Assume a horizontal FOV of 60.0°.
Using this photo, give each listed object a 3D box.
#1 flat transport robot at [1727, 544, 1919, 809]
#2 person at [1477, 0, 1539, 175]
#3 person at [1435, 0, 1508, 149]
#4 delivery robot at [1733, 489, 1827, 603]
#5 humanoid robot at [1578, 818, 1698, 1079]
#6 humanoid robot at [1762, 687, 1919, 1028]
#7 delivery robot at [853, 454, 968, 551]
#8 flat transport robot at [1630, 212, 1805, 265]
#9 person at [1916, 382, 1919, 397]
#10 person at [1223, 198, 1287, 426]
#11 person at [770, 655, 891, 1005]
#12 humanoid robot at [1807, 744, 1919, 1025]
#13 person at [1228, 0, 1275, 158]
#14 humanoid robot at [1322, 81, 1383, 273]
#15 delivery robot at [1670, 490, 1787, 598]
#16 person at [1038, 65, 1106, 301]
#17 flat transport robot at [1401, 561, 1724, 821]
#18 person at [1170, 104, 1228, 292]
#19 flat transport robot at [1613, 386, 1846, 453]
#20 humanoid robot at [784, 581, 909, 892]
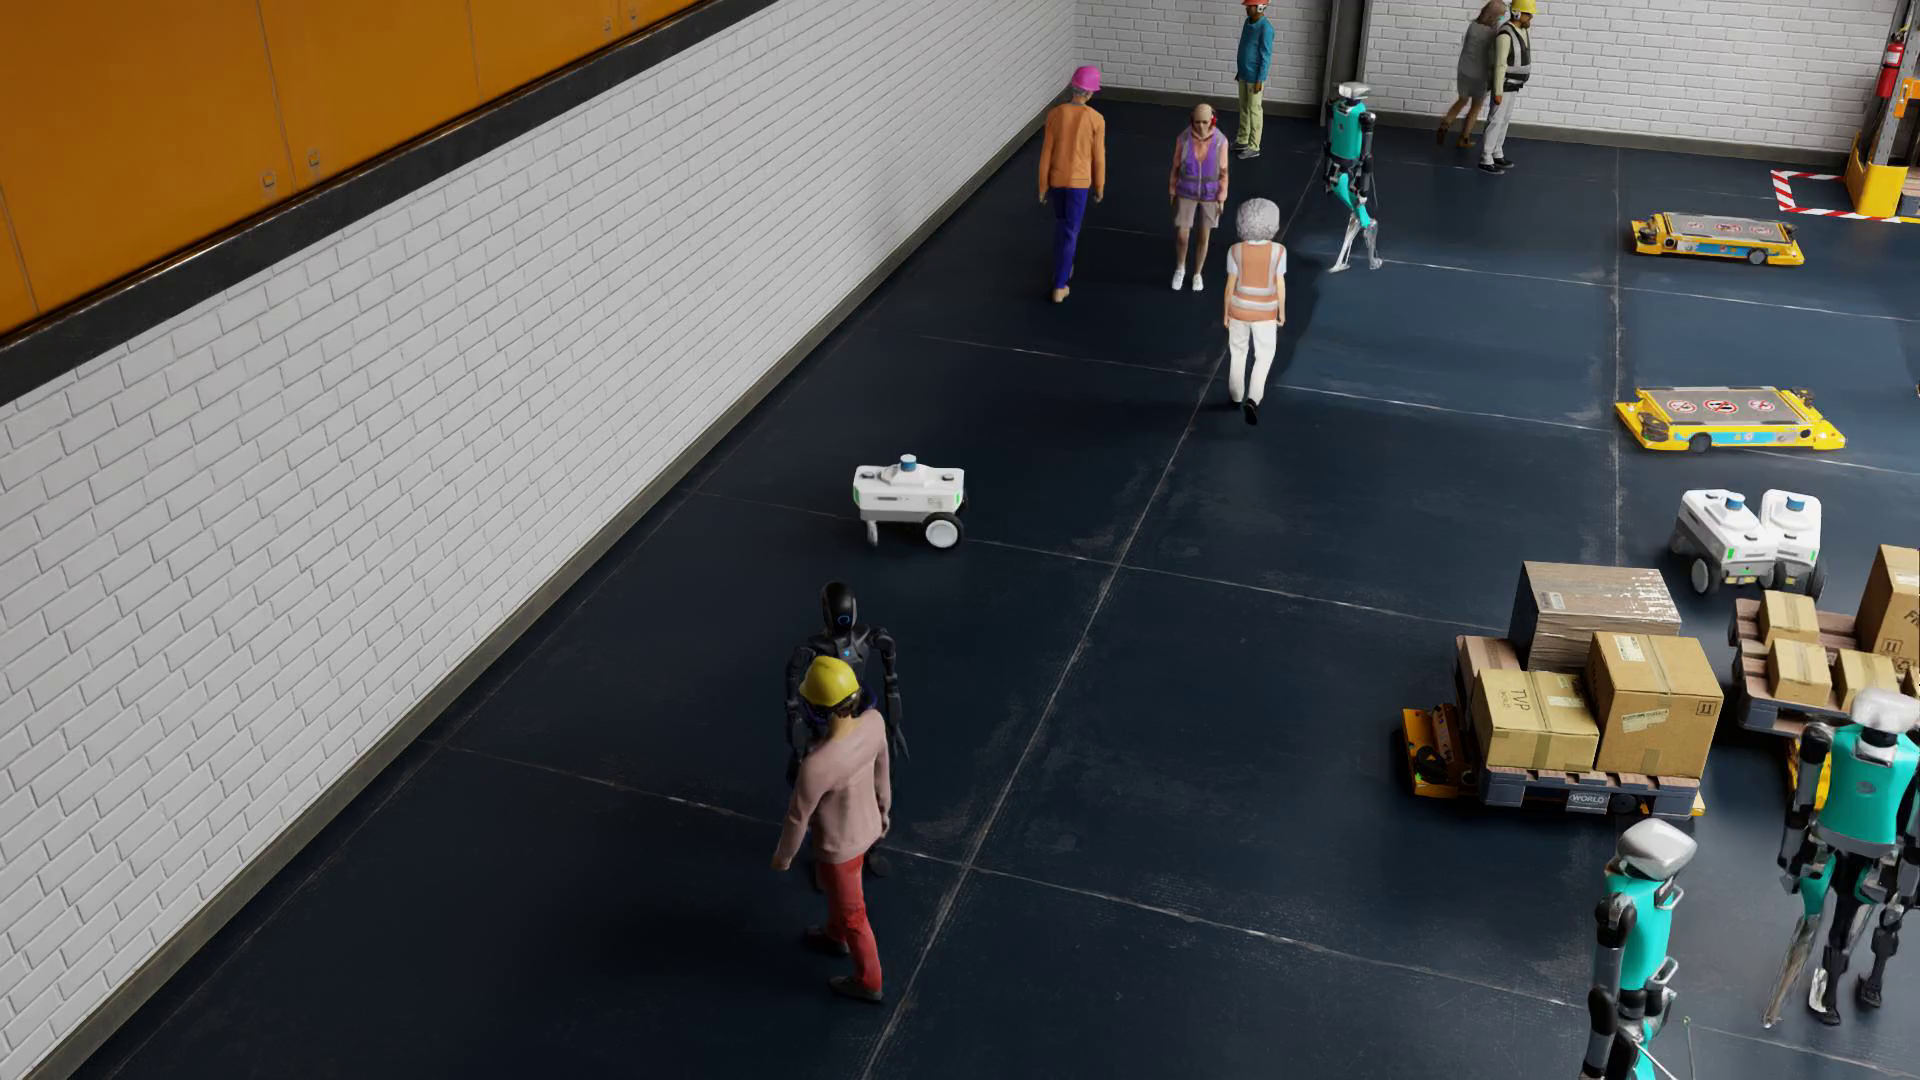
[{"bbox_3d":[4.780,0.990,8.942,0.659,0.231,1.431,10,32,16],"label":"flat transport robot"},{"bbox_3d":[5.623,-4.684,17.064,0.403,1.824,0.589,19,36,29],"label":"person"},{"bbox_3d":[5.442,-4.903,17.607,0.555,1.629,0.519,-24,38,-34],"label":"person"},{"bbox_3d":[5.127,0.015,10.336,0.499,0.612,0.801,13,33,21],"label":"delivery robot"},{"bbox_3d":[2.543,1.836,6.041,0.977,1.730,0.549,24,38,35],"label":"humanoid robot"},{"bbox_3d":[3.731,1.291,6.998,0.581,1.796,0.775,18,35,28],"label":"humanoid robot"},{"bbox_3d":[-0.294,-0.260,10.805,0.786,0.614,0.499,2,30,3],"label":"delivery robot"},{"bbox_3d":[6.985,-2.784,15.362,1.431,0.231,0.659,7,31,13],"label":"flat transport robot"},{"bbox_3d":[7.530,-1.869,12.237,0.505,1.864,0.385,19,35,29],"label":"person"},{"bbox_3d":[2.118,-1.635,12.018,0.449,1.663,0.627,8,31,14],"label":"person"},{"bbox_3d":[-0.586,1.228,7.073,0.638,1.748,0.529,15,34,24],"label":"person"},{"bbox_3d":[3.874,1.336,6.965,0.609,1.656,0.328,9,32,14],"label":"humanoid robot"},{"bbox_3d":[3.063,-4.931,17.549,0.324,1.751,0.558,-9,32,-15],"label":"person"},{"bbox_3d":[3.542,-3.119,14.566,0.844,1.866,0.550,-19,36,-29],"label":"humanoid robot"},{"bbox_3d":[4.766,-0.018,10.348,0.499,0.569,0.749,-2,31,-3],"label":"delivery robot"},{"bbox_3d":[0.958,-3.042,14.154,0.529,1.935,0.797,13,33,20],"label":"person"},{"bbox_3d":[3.084,1.124,8.713,1.431,0.231,0.659,4,31,6],"label":"flat transport robot"},{"bbox_3d":[2.033,-2.910,14.194,0.485,1.670,0.453,4,31,6],"label":"person"},{"bbox_3d":[5.600,-0.881,12.124,1.431,0.231,0.659,0,30,-1],"label":"flat transport robot"},{"bbox_3d":[-0.530,0.901,7.695,0.590,1.650,0.323,-13,33,-21],"label":"humanoid robot"}]
